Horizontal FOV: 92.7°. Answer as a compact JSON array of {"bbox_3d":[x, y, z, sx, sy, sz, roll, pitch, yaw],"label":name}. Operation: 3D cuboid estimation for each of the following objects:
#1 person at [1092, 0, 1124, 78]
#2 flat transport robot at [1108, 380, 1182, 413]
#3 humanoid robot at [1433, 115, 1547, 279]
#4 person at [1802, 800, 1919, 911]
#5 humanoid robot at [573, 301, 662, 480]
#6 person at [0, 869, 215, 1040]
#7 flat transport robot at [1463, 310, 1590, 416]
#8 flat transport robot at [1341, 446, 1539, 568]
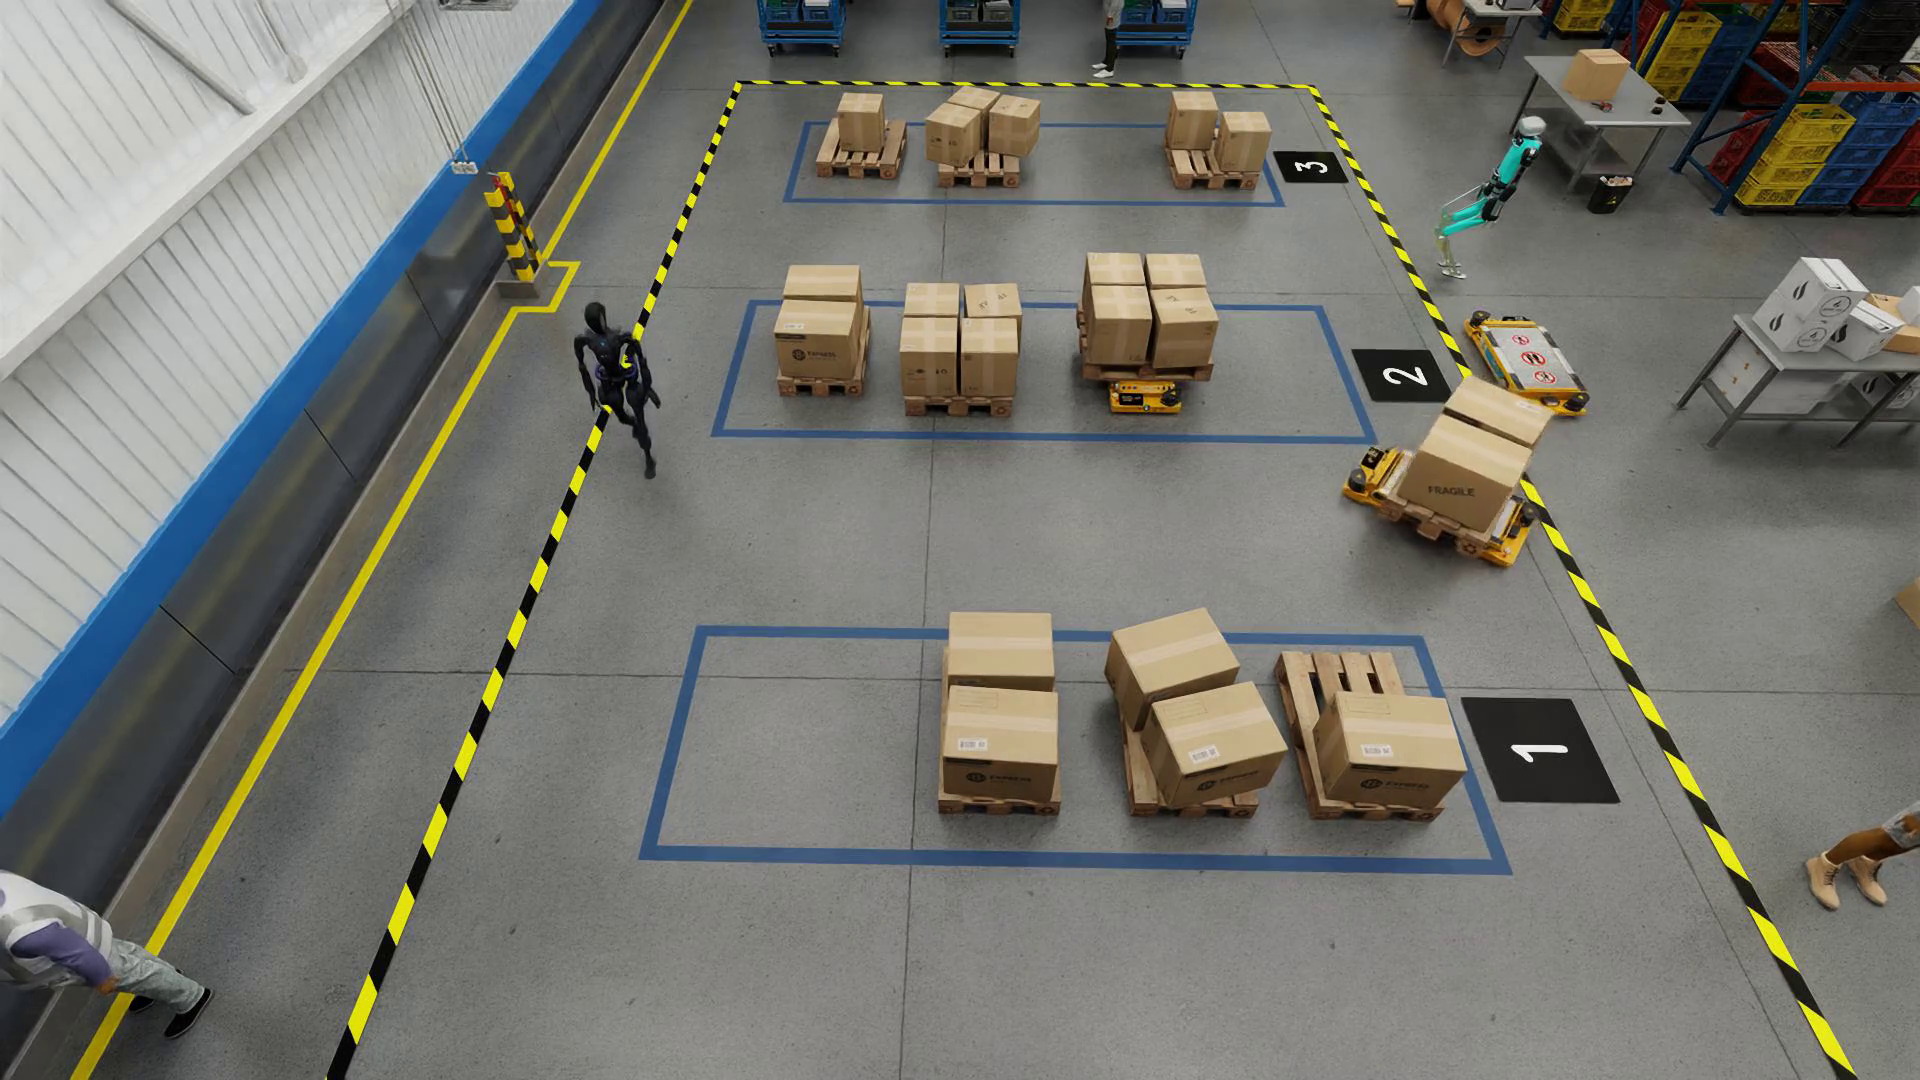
[{"bbox_3d":[2.149,-7.608,13.070,0.366,1.852,0.594,3,49,2],"label":"person"},{"bbox_3d":[1.773,-1.807,9.079,0.652,0.197,1.431,1,49,1],"label":"flat transport robot"},{"bbox_3d":[5.365,-3.562,9.554,0.735,1.681,0.533,10,50,8],"label":"humanoid robot"},{"bbox_3d":[5.601,1.521,5.047,0.607,2.040,0.391,-1,49,0],"label":"person"},{"bbox_3d":[-2.875,-1.338,7.786,0.589,1.641,0.741,-7,50,-6],"label":"humanoid robot"},{"bbox_3d":[-4.558,2.105,4.674,0.586,1.836,0.404,22,53,18],"label":"person"},{"bbox_3d":[5.573,-1.757,9.054,0.659,0.231,1.431,1,49,1],"label":"flat transport robot"},{"bbox_3d":[4.083,-0.344,7.812,1.431,0.197,0.652,30,55,23],"label":"flat transport robot"}]
